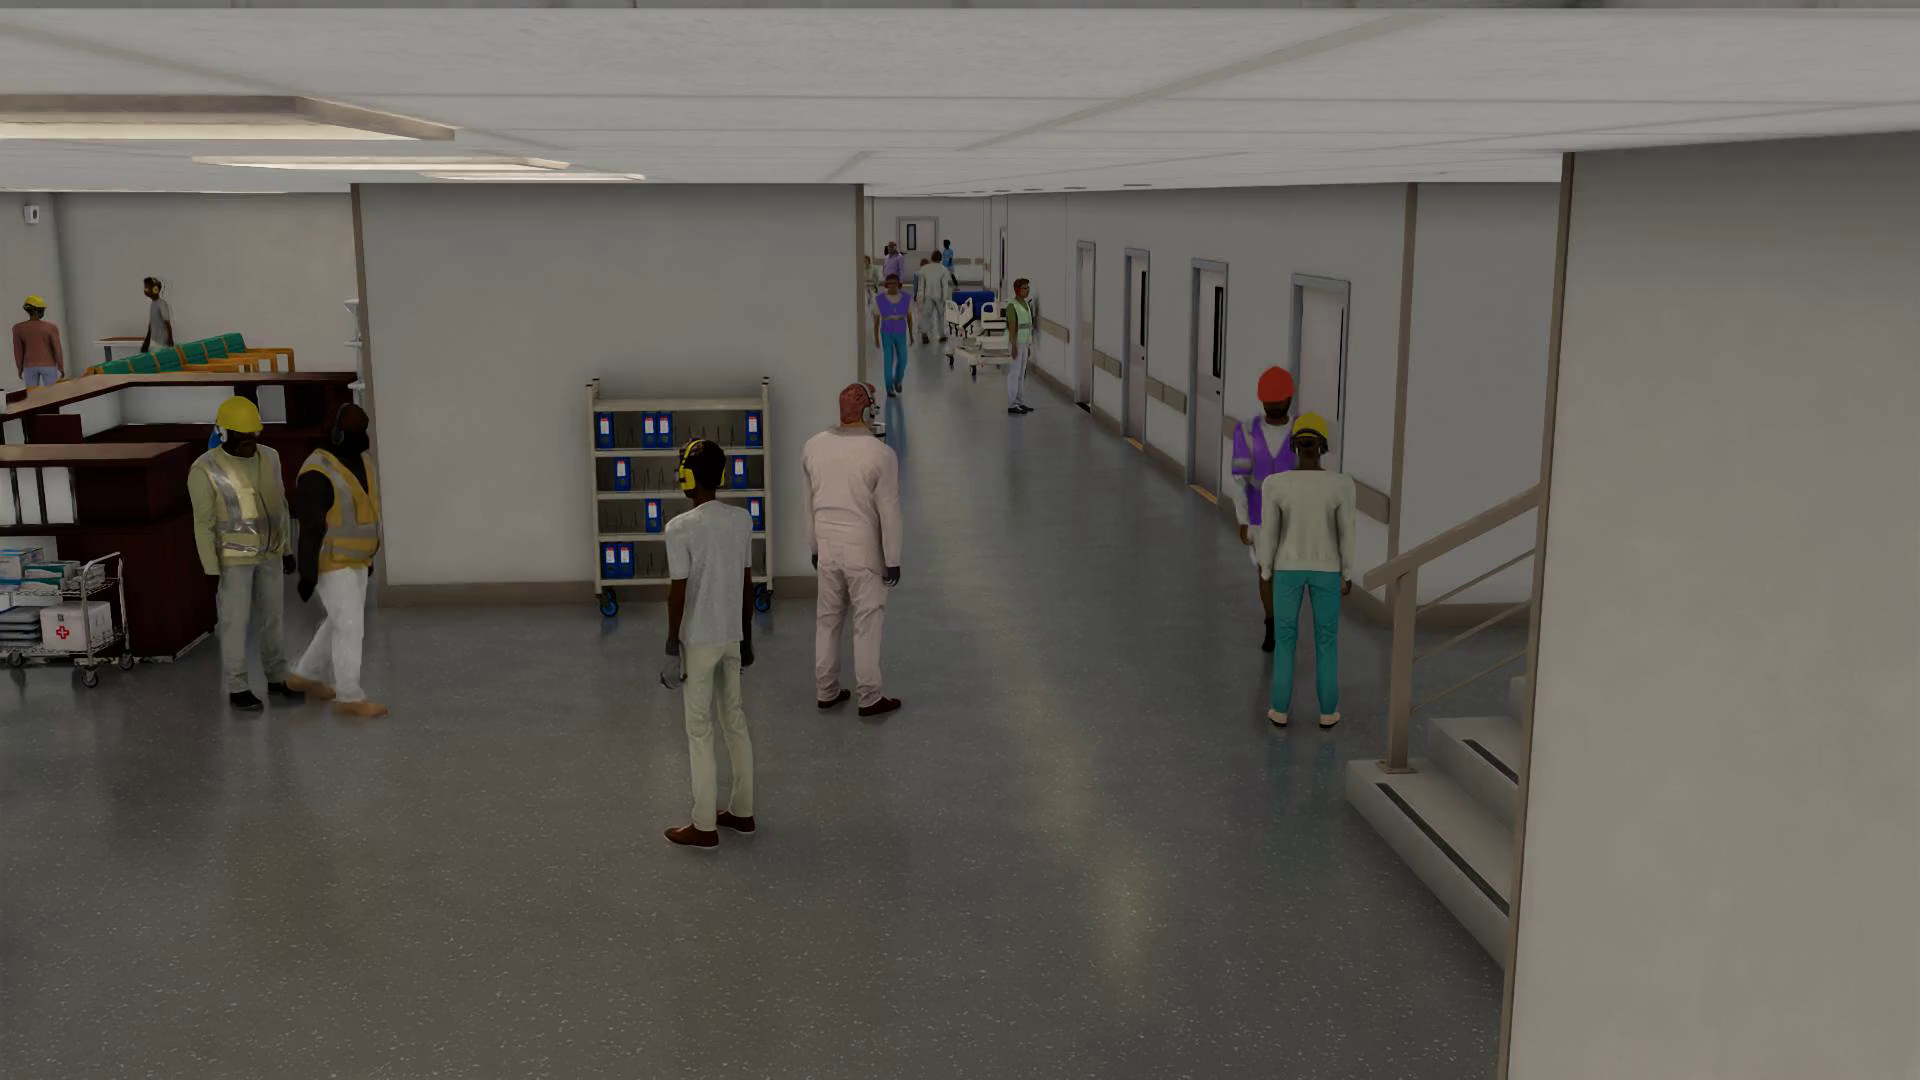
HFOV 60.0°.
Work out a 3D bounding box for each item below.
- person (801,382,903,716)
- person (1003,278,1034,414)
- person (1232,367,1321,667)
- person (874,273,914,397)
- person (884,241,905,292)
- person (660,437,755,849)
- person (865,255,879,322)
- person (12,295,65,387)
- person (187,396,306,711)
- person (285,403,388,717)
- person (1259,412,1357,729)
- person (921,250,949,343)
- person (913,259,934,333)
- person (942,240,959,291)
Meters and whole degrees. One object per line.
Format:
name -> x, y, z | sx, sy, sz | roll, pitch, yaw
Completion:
person -> -0.586, 0.054, 9.455 | 0.648, 1.901, 0.399 | 7, 13, 30
person -> 0.806, -2.673, 22.910 | 0.390, 1.843, 0.564 | 5, 12, 21
person -> 1.967, -0.141, 10.433 | 0.543, 1.875, 1.016 | 3, 12, 16
person -> -0.985, -3.046, 24.740 | 0.615, 1.835, 0.435 | -3, 12, -14
person -> -1.636, -6.306, 40.508 | 0.399, 1.909, 0.642 | -11, 16, -42
person -> -1.139, 0.468, 7.525 | 0.324, 1.862, 0.509 | 9, 14, 36
person -> -2.215, -6.068, 40.081 | 0.524, 1.602, 0.689 | -1, 12, -3
person -> -11.227, -2.100, 20.308 | 0.530, 1.765, 0.325 | -3, 12, -14
person -> -4.093, 0.075, 9.555 | 0.403, 1.818, 0.601 | 6, 13, 29
person -> -3.594, 0.116, 9.408 | 0.682, 1.805, 0.645 | 1, 12, 4
person -> 1.917, 0.173, 9.211 | 0.522, 1.760, 0.331 | 2, 12, 11
person -> -0.536, -4.979, 34.052 | 0.640, 1.908, 0.965 | 4, 12, 20
person -> -0.772, -5.382, 36.675 | 0.509, 1.629, 0.315 | -3, 12, -16
person -> -0.394, -8.808, 53.360 | 0.865, 1.651, 0.545 | -8, 14, -35
